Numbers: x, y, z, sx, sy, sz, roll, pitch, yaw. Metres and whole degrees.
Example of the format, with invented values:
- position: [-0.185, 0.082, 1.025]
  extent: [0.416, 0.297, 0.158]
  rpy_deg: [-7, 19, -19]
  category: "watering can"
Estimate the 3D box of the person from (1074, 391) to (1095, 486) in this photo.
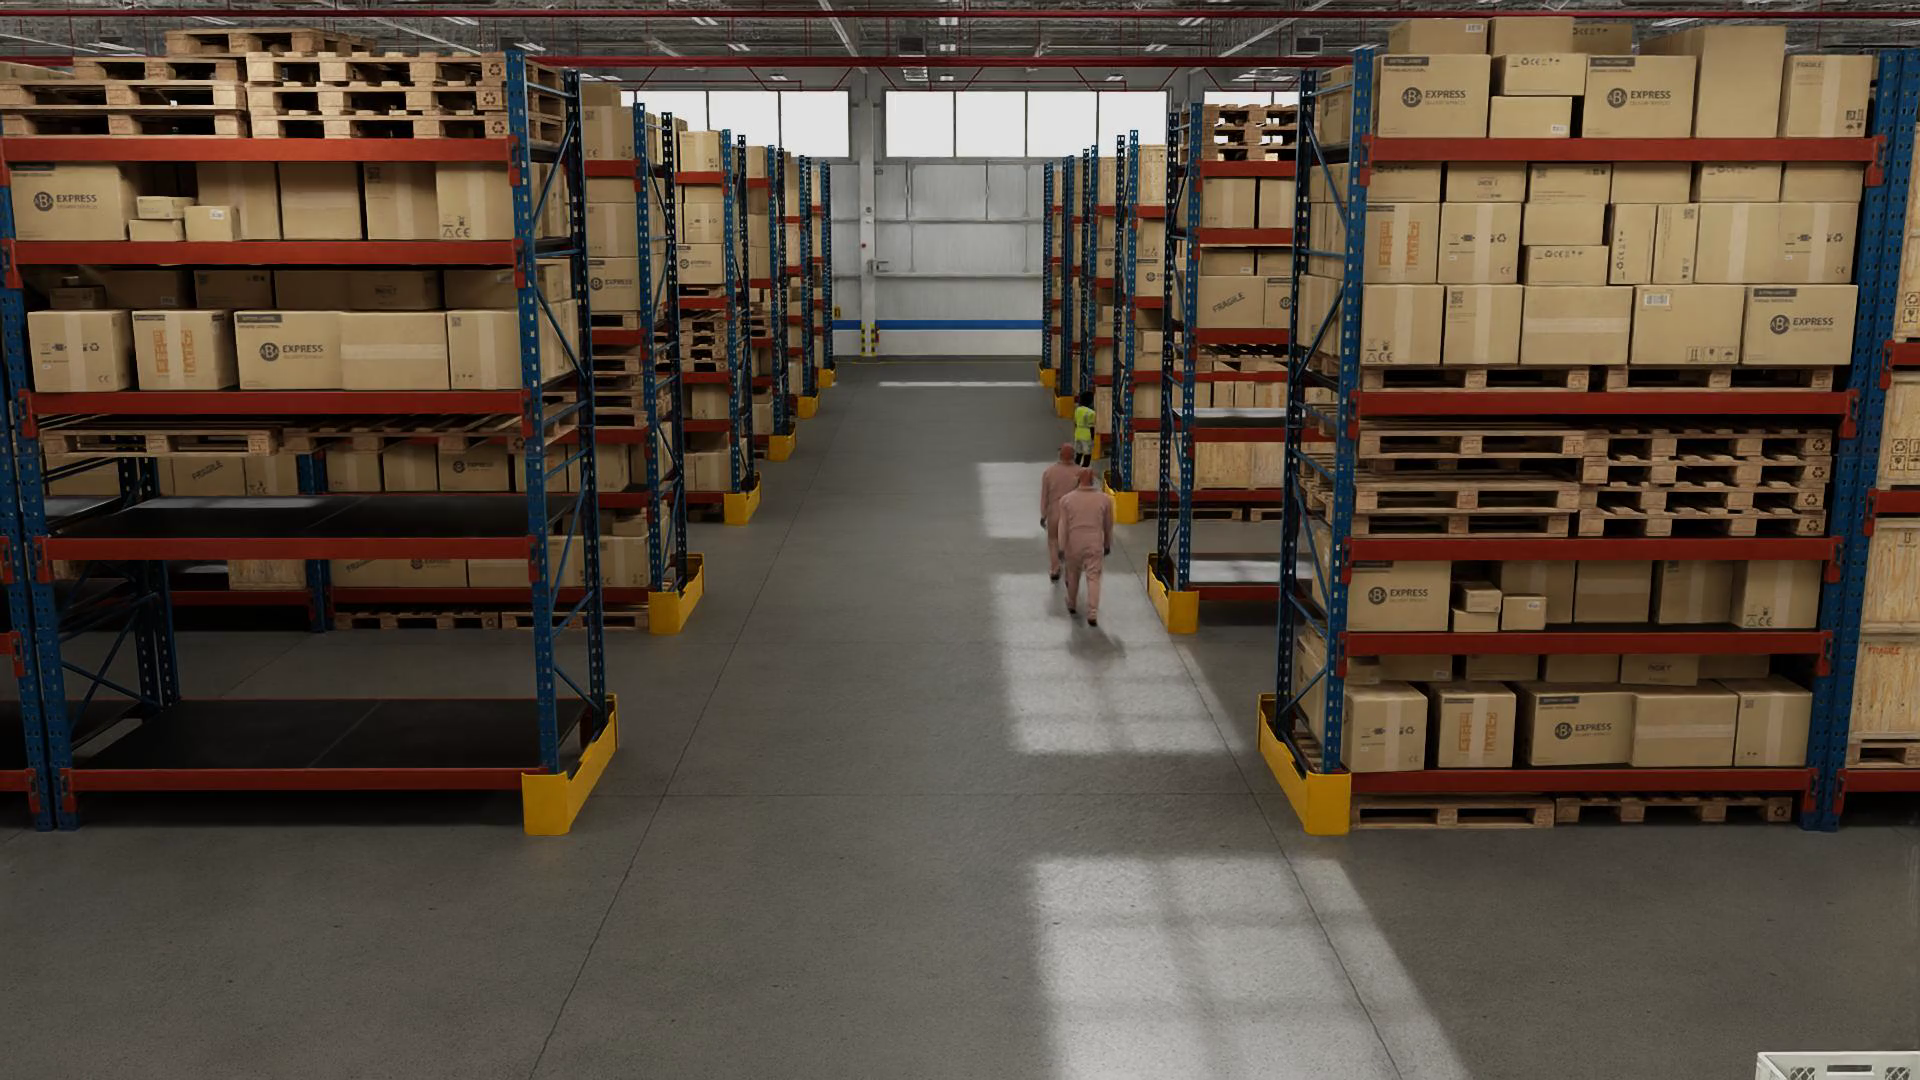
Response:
- position: [2.224, -1.805, 29.620]
  extent: [0.321, 1.690, 0.537]
  rpy_deg: [-8, 14, -33]
  category: "person"

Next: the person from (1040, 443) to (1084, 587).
- position: [1.390, -0.356, 21.954]
  extent: [0.686, 1.874, 0.831]
  rpy_deg: [0, 11, -1]
  category: "person"

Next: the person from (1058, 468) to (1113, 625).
- position: [1.503, 0.054, 20.000]
  extent: [0.670, 1.852, 1.017]
  rpy_deg: [0, 11, -1]
  category: "person"
